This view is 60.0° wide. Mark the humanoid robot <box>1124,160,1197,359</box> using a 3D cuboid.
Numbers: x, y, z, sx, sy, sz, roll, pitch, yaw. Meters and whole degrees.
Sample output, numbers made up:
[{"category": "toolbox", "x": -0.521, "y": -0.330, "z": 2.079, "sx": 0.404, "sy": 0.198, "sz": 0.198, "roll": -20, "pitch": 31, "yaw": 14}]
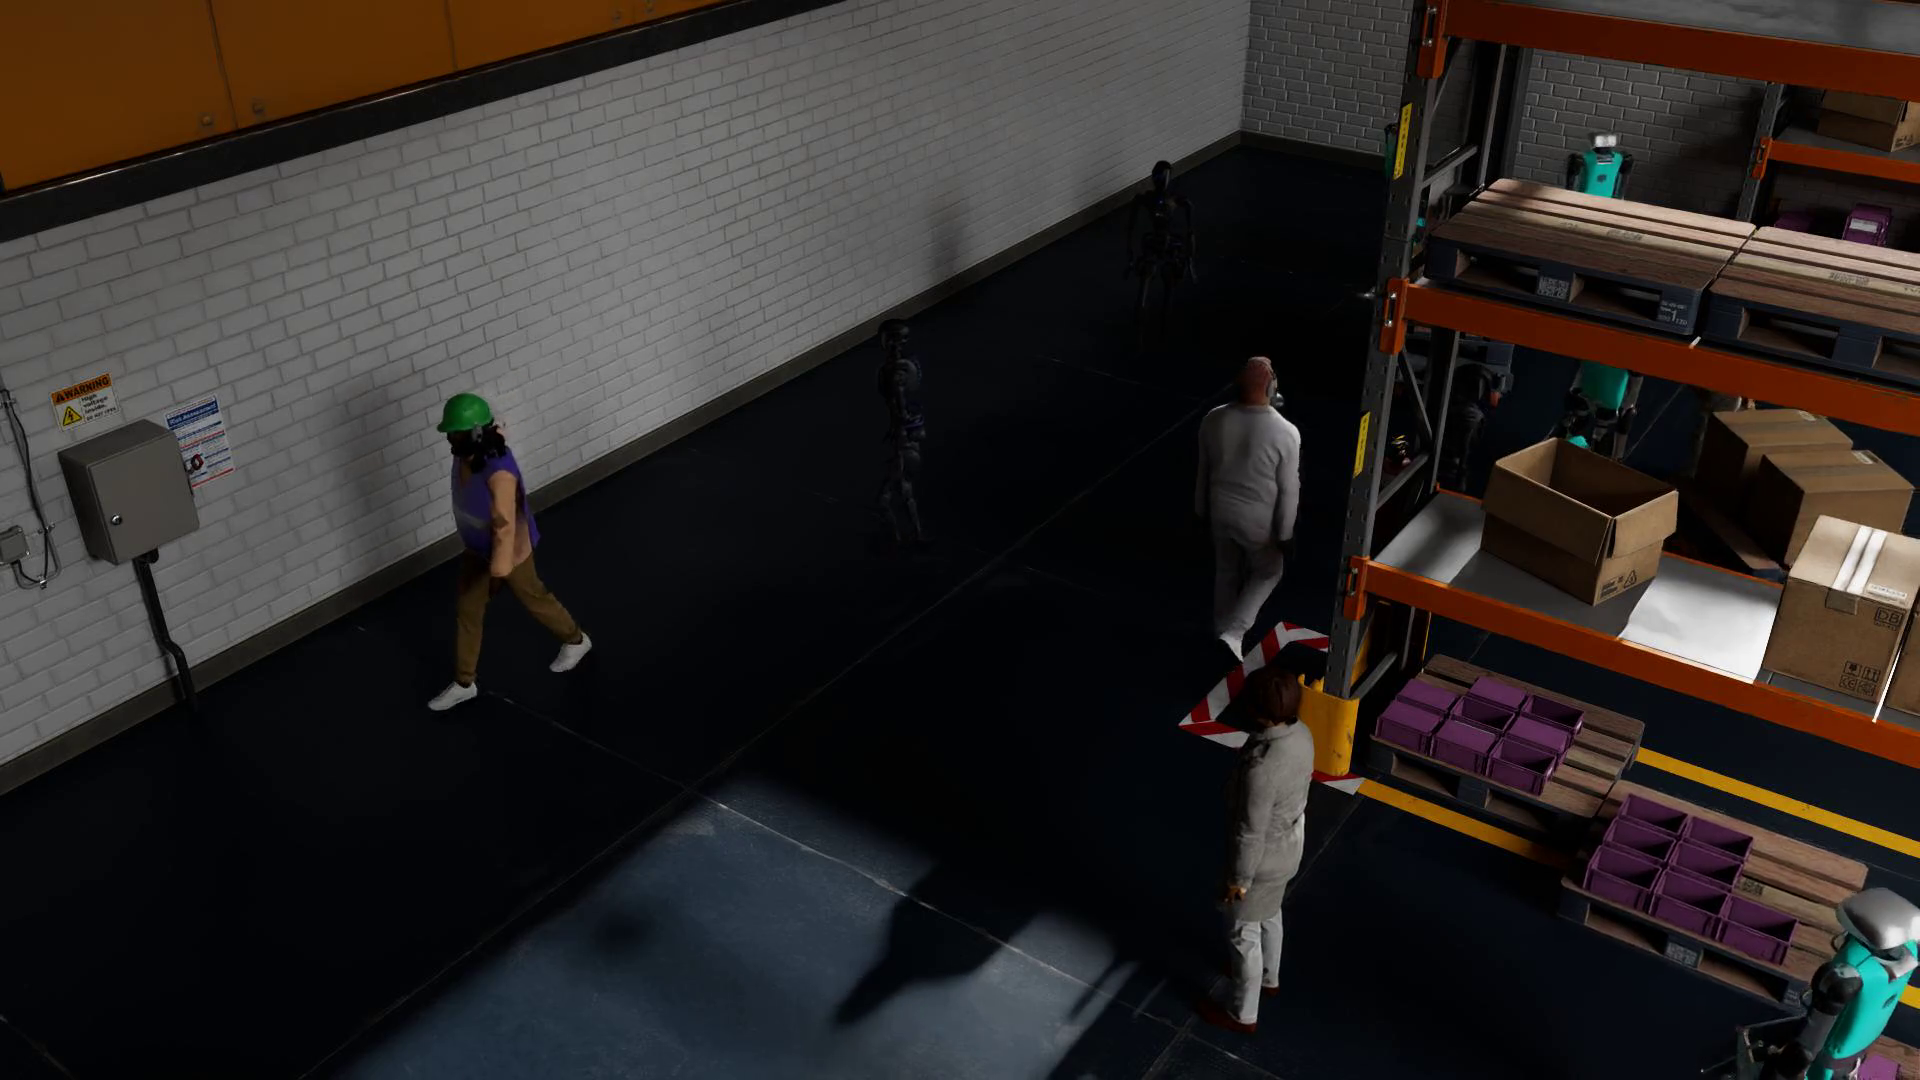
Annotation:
[{"category": "humanoid robot", "x": 1.643, "y": -2.279, "z": 13.597, "sx": 0.608, "sy": 1.641, "sz": 0.632, "roll": 5, "pitch": 30, "yaw": 9}]

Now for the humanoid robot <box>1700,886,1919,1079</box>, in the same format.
[{"category": "humanoid robot", "x": 3.022, "y": 1.916, "z": 6.325, "sx": 0.549, "sy": 1.867, "sz": 0.831, "roll": -16, "pitch": 34, "yaw": -26}]

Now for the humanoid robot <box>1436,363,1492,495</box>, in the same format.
[{"category": "humanoid robot", "x": 2.985, "y": -0.327, "z": 10.204, "sx": 0.322, "sy": 1.657, "sz": 0.614, "roll": 4, "pitch": 30, "yaw": 6}]

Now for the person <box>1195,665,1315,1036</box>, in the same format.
[{"category": "person", "x": 1.289, "y": 1.339, "z": 7.167, "sx": 0.368, "sy": 1.824, "sz": 0.522, "roll": 17, "pitch": 34, "yaw": 26}]

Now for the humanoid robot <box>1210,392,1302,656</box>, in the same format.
[{"category": "humanoid robot", "x": 1.730, "y": -0.113, "z": 9.844, "sx": 0.598, "sy": 1.637, "sz": 0.540, "roll": 21, "pitch": 36, "yaw": 32}]

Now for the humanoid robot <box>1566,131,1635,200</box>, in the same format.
[{"category": "humanoid robot", "x": 5.279, "y": -2.678, "z": 14.191, "sx": 0.538, "sy": 1.772, "sz": 0.702, "roll": 0, "pitch": 30, "yaw": 0}]

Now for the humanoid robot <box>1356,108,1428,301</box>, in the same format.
[{"category": "humanoid robot", "x": 3.984, "y": -2.920, "z": 14.633, "sx": 0.912, "sy": 1.761, "sz": 0.551, "roll": -5, "pitch": 30, "yaw": -9}]

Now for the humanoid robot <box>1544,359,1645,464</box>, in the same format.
[{"category": "humanoid robot", "x": 3.832, "y": -0.518, "z": 10.567, "sx": 0.797, "sy": 1.874, "sz": 0.570, "roll": -13, "pitch": 33, "yaw": -22}]

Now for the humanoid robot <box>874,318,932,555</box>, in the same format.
[{"category": "humanoid robot", "x": -0.383, "y": -0.672, "z": 10.794, "sx": 0.397, "sy": 1.640, "sz": 0.609, "roll": -3, "pitch": 30, "yaw": -5}]

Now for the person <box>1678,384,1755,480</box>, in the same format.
[{"category": "person", "x": 5.196, "y": -1.096, "z": 11.384, "sx": 0.791, "sy": 1.856, "sz": 0.598, "roll": -15, "pitch": 33, "yaw": -24}]

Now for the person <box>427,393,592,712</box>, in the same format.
[{"category": "person", "x": -2.604, "y": 0.030, "z": 9.376, "sx": 0.535, "sy": 1.881, "sz": 1.005, "roll": 23, "pitch": 37, "yaw": 34}]

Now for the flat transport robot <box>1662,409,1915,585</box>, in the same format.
[{"category": "flat transport robot", "x": 5.255, "y": 0.130, "z": 10.814, "sx": 1.431, "sy": 0.231, "sz": 0.659, "roll": -2, "pitch": 30, "yaw": -4}]

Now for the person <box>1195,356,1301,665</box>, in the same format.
[{"category": "person", "x": 1.630, "y": -0.125, "z": 9.649, "sx": 0.672, "sy": 1.877, "sz": 0.553, "roll": 21, "pitch": 36, "yaw": 32}]
